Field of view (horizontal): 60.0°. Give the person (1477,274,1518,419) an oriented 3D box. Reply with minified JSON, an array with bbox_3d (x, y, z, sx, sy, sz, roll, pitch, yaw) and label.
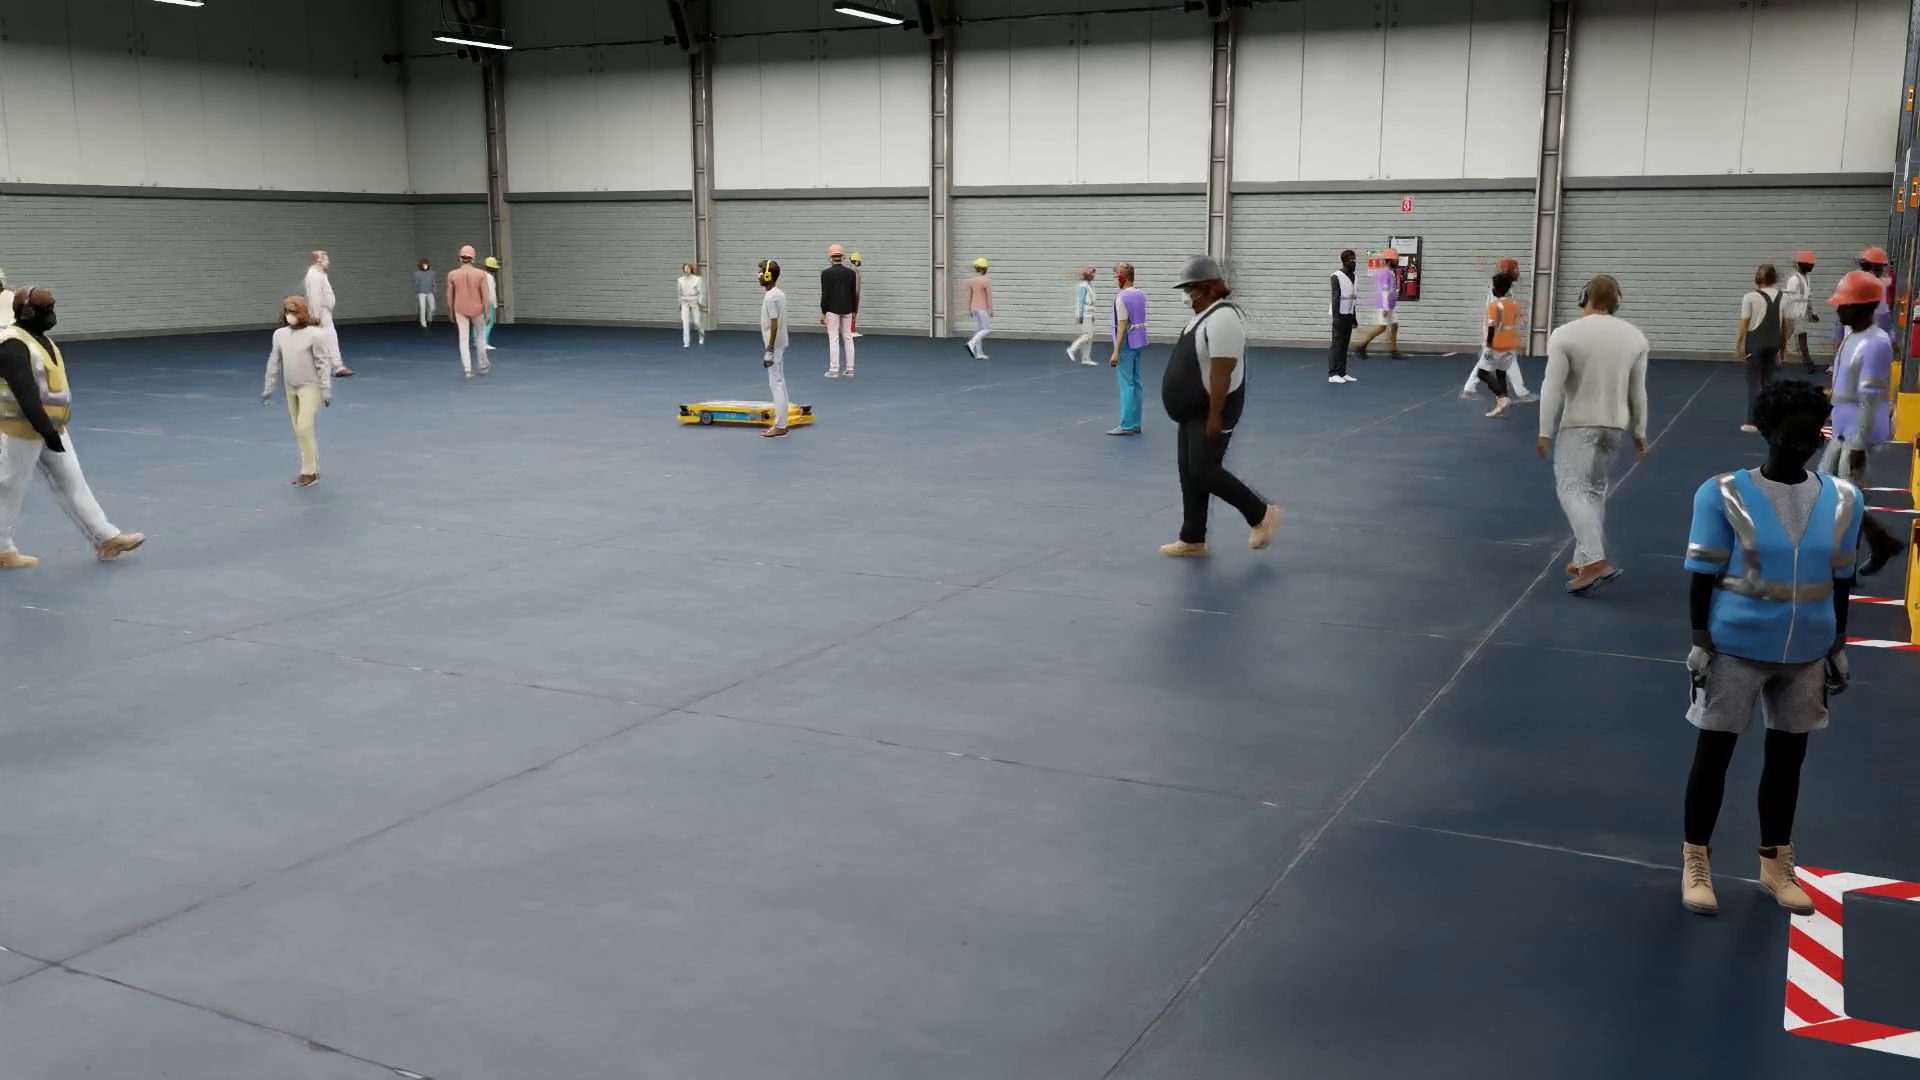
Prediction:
[{"bbox_3d":[6.235,-2.233,19.260,0.550,1.683,0.366,-9,14,-41],"label":"person"}]

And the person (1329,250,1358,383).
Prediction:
[{"bbox_3d":[5.584,-3.258,24.228,0.390,1.920,0.587,10,14,42],"label":"person"}]

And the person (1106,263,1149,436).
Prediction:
[{"bbox_3d":[1.797,-2.027,17.742,0.389,1.837,0.563,6,12,30],"label":"person"}]

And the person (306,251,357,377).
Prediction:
[{"bbox_3d":[-9.459,-3.387,25.002,0.738,1.884,0.678,-4,11,-19],"label":"person"}]

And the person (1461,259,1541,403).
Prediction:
[{"bbox_3d":[6.928,-2.667,21.276,1.005,1.832,0.596,3,11,18],"label":"person"}]

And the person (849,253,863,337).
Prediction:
[{"bbox_3d":[-2.201,-5.155,35.018,0.334,1.764,0.522,2,11,9],"label":"person"}]

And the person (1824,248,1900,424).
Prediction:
[{"bbox_3d":[10.289,-2.295,18.789,1.127,1.976,0.623,0,10,-1],"label":"person"}]

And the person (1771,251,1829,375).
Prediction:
[{"bbox_3d":[12.936,-3.499,25.668,0.986,1.885,0.553,8,13,37],"label":"person"}]

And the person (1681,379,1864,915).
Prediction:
[{"bbox_3d":[2.529,0.340,5.217,0.533,1.697,0.318,0,10,1],"label":"person"}]

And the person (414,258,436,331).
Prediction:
[{"bbox_3d":[-11.970,-5.497,37.249,0.503,1.624,0.371,-8,13,-36],"label":"person"}]

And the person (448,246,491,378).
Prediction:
[{"bbox_3d":[-7.422,-3.465,25.252,0.647,1.950,0.962,-1,10,-6],"label":"person"}]

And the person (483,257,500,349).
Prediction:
[{"bbox_3d":[-8.785,-4.412,31.045,0.419,1.721,0.582,-6,12,-31],"label":"person"}]

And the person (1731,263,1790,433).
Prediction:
[{"bbox_3d":[8.636,-2.061,17.959,0.530,1.833,0.393,-1,10,-7],"label":"person"}]

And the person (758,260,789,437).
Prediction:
[{"bbox_3d":[-1.988,-2.021,17.620,0.334,1.873,0.517,1,10,4],"label":"person"}]

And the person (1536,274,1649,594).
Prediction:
[{"bbox_3d":[3.882,-0.639,10.038,0.668,1.904,0.765,-2,11,-10],"label":"person"}]

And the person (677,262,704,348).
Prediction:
[{"bbox_3d":[-5.121,-4.483,31.705,0.522,1.623,0.616,1,10,7],"label":"person"}]

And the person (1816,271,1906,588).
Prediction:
[{"bbox_3d":[5.398,-0.645,9.978,0.552,1.920,0.557,2,11,10],"label":"person"}]

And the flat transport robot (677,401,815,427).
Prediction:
[{"bbox_3d":[-2.423,-1.439,18.811,1.431,0.197,0.652,5,11,24],"label":"flat transport robot"}]

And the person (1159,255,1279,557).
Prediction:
[{"bbox_3d":[1.674,-0.882,10.940,0.706,2.000,0.690,-1,10,-6],"label":"person"}]

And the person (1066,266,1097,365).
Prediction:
[{"bbox_3d":[2.040,-3.678,27.322,0.424,1.624,0.519,3,11,15],"label":"person"}]

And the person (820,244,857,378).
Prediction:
[{"bbox_3d":[-1.838,-3.438,25.020,0.614,1.988,0.396,-7,12,-33],"label":"person"}]

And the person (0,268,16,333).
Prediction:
[{"bbox_3d":[-11.616,-2.438,20.135,0.915,1.788,0.607,6,12,29],"label":"person"}]

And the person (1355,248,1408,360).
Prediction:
[{"bbox_3d":[7.250,-4.027,28.469,0.829,1.912,0.547,5,11,24],"label":"person"}]

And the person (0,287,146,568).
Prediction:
[{"bbox_3d":[-5.824,-0.710,10.665,0.976,1.793,0.636,-1,10,-5],"label":"person"}]

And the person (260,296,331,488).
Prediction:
[{"bbox_3d":[-5.653,-1.246,14.076,0.572,1.617,0.596,4,11,21],"label":"person"}]

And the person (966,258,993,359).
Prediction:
[{"bbox_3d":[0.309,-3.947,28.437,0.529,1.747,0.541,-9,13,-39],"label":"person"}]
